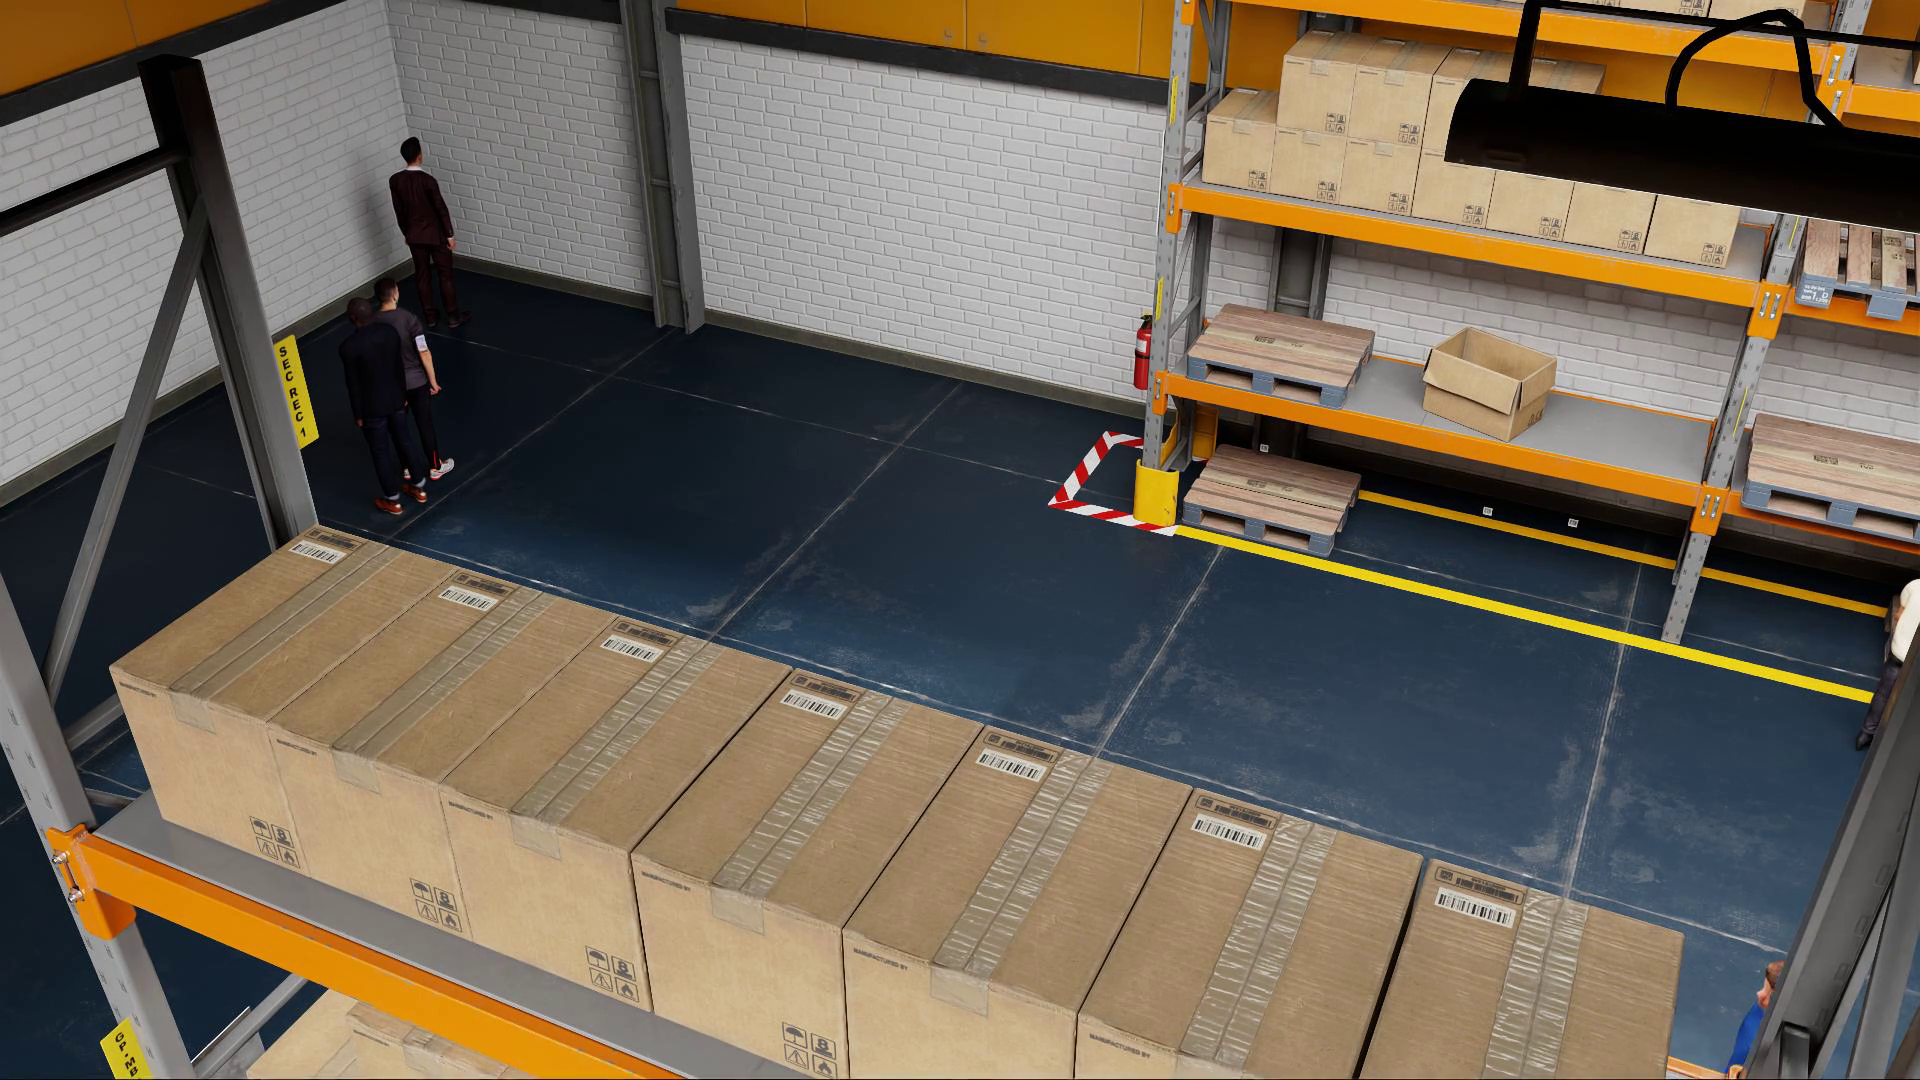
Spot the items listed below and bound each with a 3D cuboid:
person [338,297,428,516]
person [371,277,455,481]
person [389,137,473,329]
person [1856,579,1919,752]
[{"bbox_3d":[-4.537,-1.057,13.048,0.646,1.818,0.710,20,38,27],"label":"person"},{"bbox_3d":[-4.501,-1.294,13.454,0.590,1.763,0.766,3,34,5],"label":"person"},{"bbox_3d":[-5.056,-2.903,15.782,0.645,1.866,0.805,5,34,7],"label":"person"},{"bbox_3d":[6.056,0.748,10.539,0.702,1.588,0.634,-12,36,-18],"label":"person"}]
